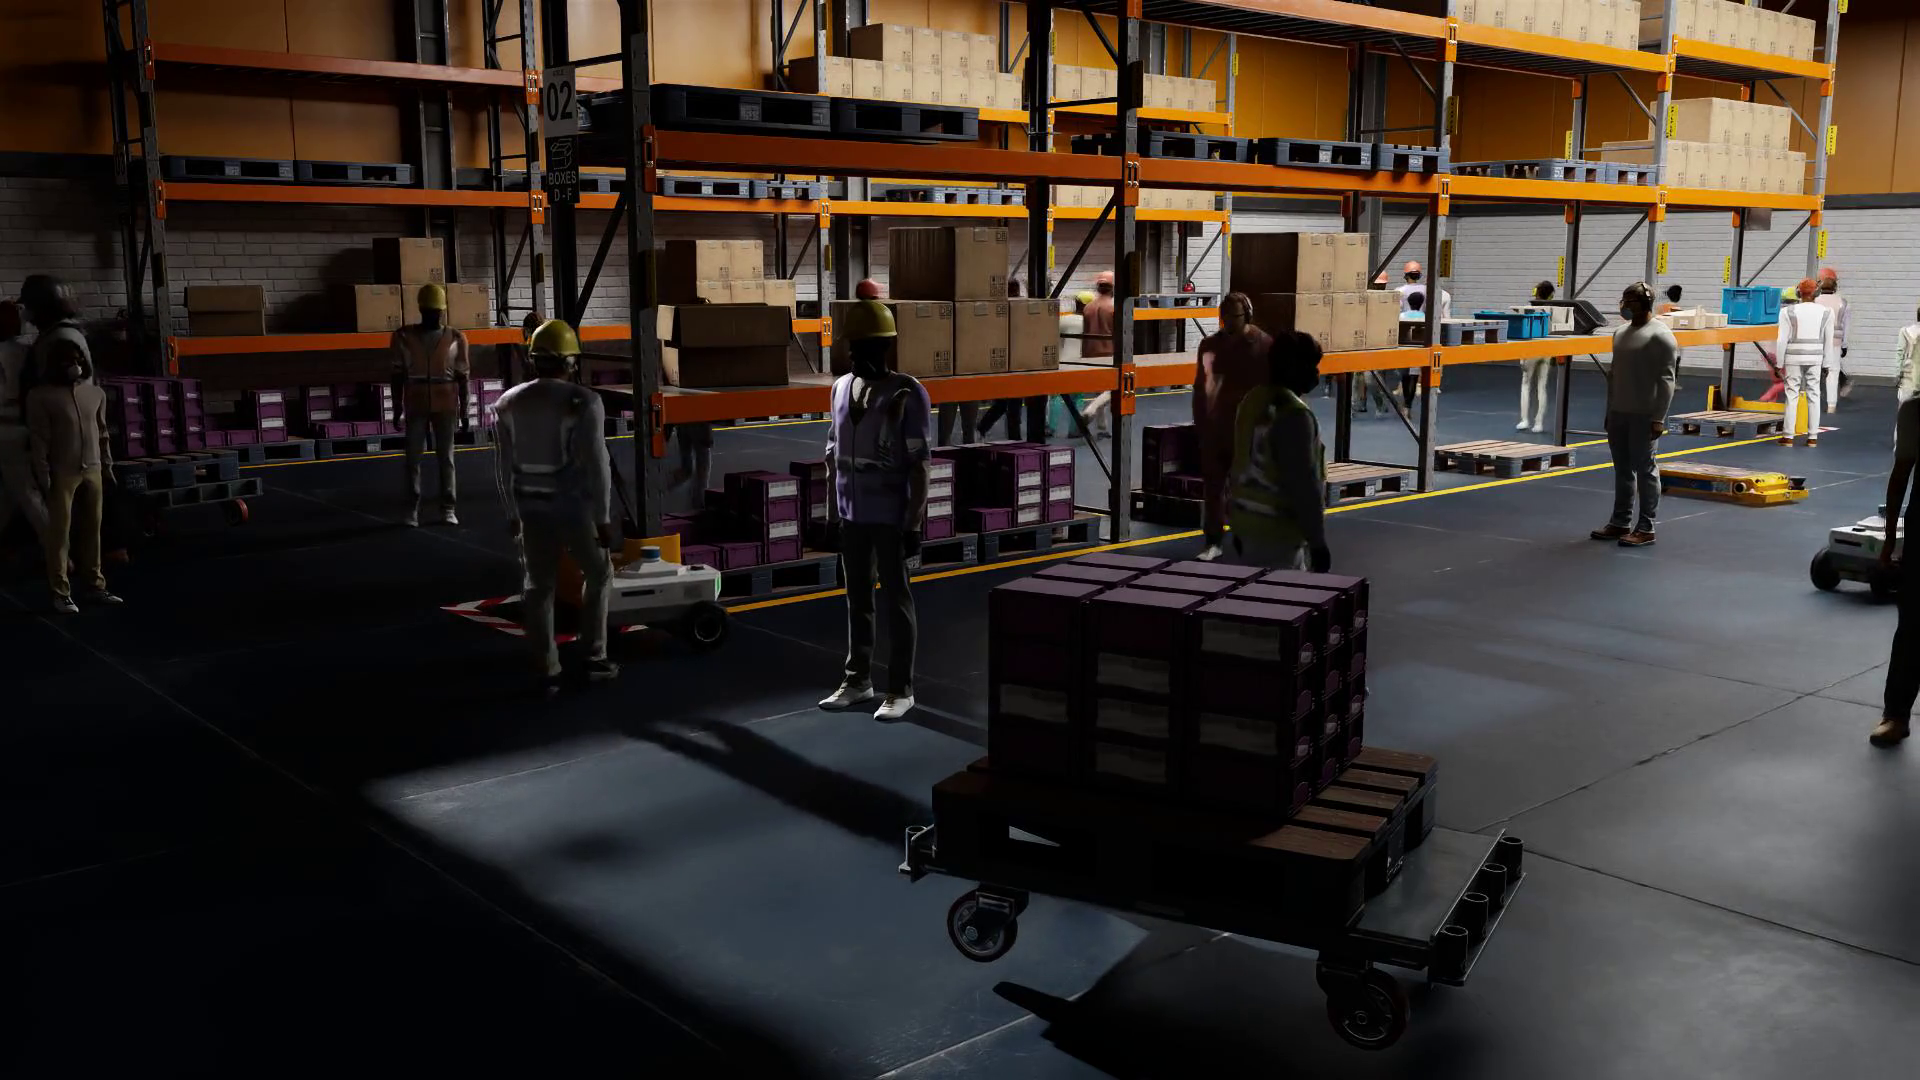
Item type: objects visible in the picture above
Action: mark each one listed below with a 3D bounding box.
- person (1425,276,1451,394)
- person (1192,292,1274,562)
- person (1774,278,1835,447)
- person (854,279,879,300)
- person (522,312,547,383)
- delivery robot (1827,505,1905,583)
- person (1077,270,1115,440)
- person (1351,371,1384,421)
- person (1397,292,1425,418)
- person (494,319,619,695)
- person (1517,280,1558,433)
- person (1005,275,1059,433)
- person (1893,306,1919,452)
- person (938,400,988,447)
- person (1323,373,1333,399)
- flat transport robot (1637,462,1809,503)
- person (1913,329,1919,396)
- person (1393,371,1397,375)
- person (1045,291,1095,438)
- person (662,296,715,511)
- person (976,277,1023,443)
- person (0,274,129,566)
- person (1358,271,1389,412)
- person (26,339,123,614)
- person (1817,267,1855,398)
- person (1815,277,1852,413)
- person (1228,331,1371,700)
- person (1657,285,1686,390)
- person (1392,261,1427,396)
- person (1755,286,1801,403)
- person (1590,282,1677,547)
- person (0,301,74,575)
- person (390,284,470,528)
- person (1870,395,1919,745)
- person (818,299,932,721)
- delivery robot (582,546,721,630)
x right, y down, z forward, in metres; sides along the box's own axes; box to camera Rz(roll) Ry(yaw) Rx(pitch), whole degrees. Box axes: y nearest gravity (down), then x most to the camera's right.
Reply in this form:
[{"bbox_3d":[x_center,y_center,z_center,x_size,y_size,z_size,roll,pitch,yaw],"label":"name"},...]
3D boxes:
[{"bbox_3d":[7.261,-3.200,25.710,0.650,1.896,0.400,5,11,26],"label":"person"},{"bbox_3d":[1.958,-0.790,11.631,0.693,1.878,0.609,7,12,34],"label":"person"},{"bbox_3d":[9.387,-1.967,18.525,0.574,1.881,0.357,2,10,12],"label":"person"},{"bbox_3d":[-0.882,-1.478,15.577,0.571,1.904,0.794,-4,10,-22],"label":"person"},{"bbox_3d":[-3.777,-1.243,15.034,0.494,1.624,0.283,8,13,40],"label":"person"},{"bbox_3d":[5.829,0.021,10.485,0.707,0.478,0.477,-5,11,-26],"label":"delivery robot"},{"bbox_3d":[1.588,-2.084,18.969,0.715,1.959,0.652,-9,13,-43],"label":"person"},{"bbox_3d":[5.222,-2.386,21.450,0.491,1.727,0.686,9,13,42],"label":"person"},{"bbox_3d":[5.976,-2.440,21.952,0.540,1.639,0.844,4,11,24],"label":"person"},{"bbox_3d":[-1.930,-0.167,8.166,0.618,1.814,0.613,3,10,14],"label":"person"},{"bbox_3d":[7.018,-2.217,20.136,0.532,1.826,0.643,1,10,4],"label":"person"},{"bbox_3d":[0.890,-2.216,19.847,0.580,1.927,0.629,-6,12,-33],"label":"person"},{"bbox_3d":[10.402,-1.761,18.014,0.514,1.643,0.307,4,10,20],"label":"person"},{"bbox_3d":[-0.004,-1.467,15.738,0.590,1.833,0.404,-2,10,-12],"label":"person"},{"bbox_3d":[5.680,-3.091,24.930,0.648,1.942,0.586,3,10,19],"label":"person"},{"bbox_3d":[6.692,-0.528,14.802,0.652,0.197,1.431,-6,11,-32],"label":"flat transport robot"},{"bbox_3d":[9.536,-1.517,16.096,0.752,1.813,0.606,-9,13,-41],"label":"person"},{"bbox_3d":[8.037,-3.607,28.959,0.843,1.594,0.531,-3,10,-15],"label":"person"},{"bbox_3d":[1.335,-2.048,19.455,0.594,1.722,0.447,4,10,20],"label":"person"},{"bbox_3d":[-2.077,-0.895,12.409,0.523,1.838,0.627,9,13,42],"label":"person"},{"bbox_3d":[0.459,-1.783,17.374,0.627,1.906,0.603,-8,12,-38],"label":"person"},{"bbox_3d":[-6.219,-0.805,11.254,0.989,2.000,0.700,-6,12,-33],"label":"person"},{"bbox_3d":[5.685,-2.705,22.678,0.545,1.939,0.354,0,10,3],"label":"person"},{"bbox_3d":[-5.318,-0.387,9.998,0.284,1.633,0.497,5,11,27],"label":"person"},{"bbox_3d":[12.770,-3.022,24.454,0.874,1.971,0.617,1,10,3],"label":"person"},{"bbox_3d":[11.724,-2.642,22.592,0.626,1.843,0.430,4,10,20],"label":"person"},{"bbox_3d":[1.449,-0.045,7.561,0.890,1.798,0.633,-1,10,-4],"label":"person"},{"bbox_3d":[11.145,-3.184,26.236,0.677,1.680,0.534,-4,11,-24],"label":"person"},{"bbox_3d":[6.839,-3.202,25.276,0.605,2.045,0.377,-2,10,-9],"label":"person"},{"bbox_3d":[10.431,-2.356,21.195,0.495,1.750,0.525,0,10,-3],"label":"person"},{"bbox_3d":[4.969,-0.922,12.233,0.355,1.937,0.634,-3,10,-15],"label":"person"},{"bbox_3d":[-6.384,-0.680,11.164,1.011,1.828,0.692,4,11,24],"label":"person"},{"bbox_3d":[-4.150,-1.050,13.065,0.592,1.912,0.412,-3,10,-18],"label":"person"},{"bbox_3d":[4.238,0.000,7.117,0.516,1.842,0.328,7,12,36],"label":"person"},{"bbox_3d":[-0.399,-0.137,7.670,0.586,1.928,0.365,7,12,36],"label":"person"},{"bbox_3d":[-1.668,0.276,8.992,0.707,0.478,0.477,-5,11,-26],"label":"delivery robot"}]
